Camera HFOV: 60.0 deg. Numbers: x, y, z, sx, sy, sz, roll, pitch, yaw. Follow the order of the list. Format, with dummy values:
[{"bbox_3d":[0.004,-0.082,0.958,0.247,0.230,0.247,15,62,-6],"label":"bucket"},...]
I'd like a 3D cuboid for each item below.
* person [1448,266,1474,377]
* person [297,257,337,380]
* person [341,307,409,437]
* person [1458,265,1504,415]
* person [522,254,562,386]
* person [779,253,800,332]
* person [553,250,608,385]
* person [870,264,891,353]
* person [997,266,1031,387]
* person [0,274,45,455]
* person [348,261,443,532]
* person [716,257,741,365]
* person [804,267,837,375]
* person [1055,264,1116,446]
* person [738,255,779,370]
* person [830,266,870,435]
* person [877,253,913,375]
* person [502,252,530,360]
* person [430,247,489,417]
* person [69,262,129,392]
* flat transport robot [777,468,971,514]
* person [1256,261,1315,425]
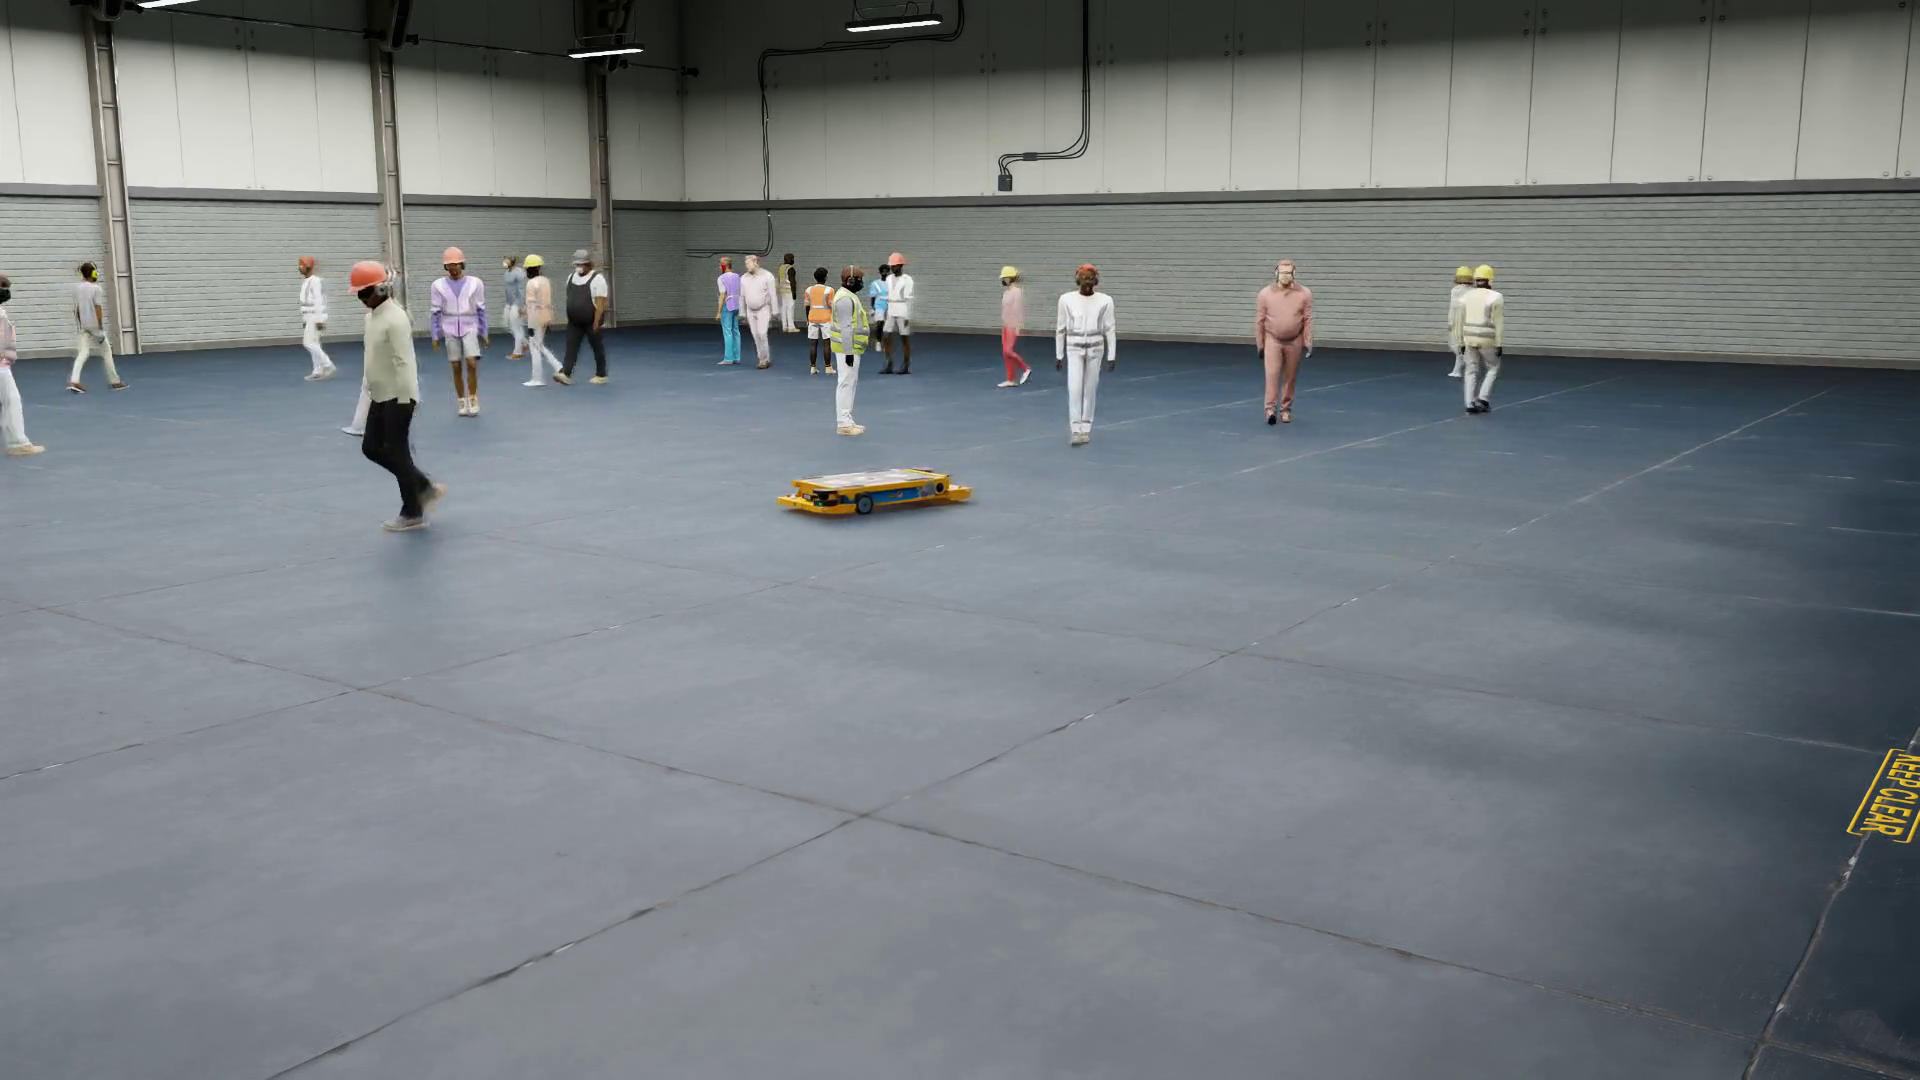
[{"bbox_3d":[7.808,-3.367,25.734,0.489,1.732,0.603,-5,11,-28],"label":"person"},{"bbox_3d":[-9.824,-3.343,25.188,0.406,1.873,0.574,-6,12,-31],"label":"person"},{"bbox_3d":[-6.274,-1.891,17.790,0.818,1.597,0.535,2,10,13],"label":"person"},{"bbox_3d":[6.314,-2.414,20.138,0.447,1.811,0.617,-10,14,-43],"label":"person"},{"bbox_3d":[-6.110,-3.184,24.167,0.512,1.915,0.603,2,10,13],"label":"person"},{"bbox_3d":[-3.997,-5.796,39.013,0.429,1.843,0.633,-6,12,-32],"label":"person"},{"bbox_3d":[-5.510,-3.262,24.258,0.695,2.000,1.038,4,11,22],"label":"person"},{"bbox_3d":[-1.407,-4.370,31.471,0.548,1.680,0.480,-3,11,-17],"label":"person"},{"bbox_3d":[0.740,-3.072,24.010,0.412,1.748,0.540,-4,11,-22],"label":"person"},{"bbox_3d":[-9.544,-1.703,16.238,0.850,1.800,0.653,-7,12,-34],"label":"person"},{"bbox_3d":[-4.115,-1.043,12.068,0.549,1.952,0.648,-9,13,-40],"label":"person"},{"bbox_3d":[-3.929,-3.892,28.347,0.390,1.842,0.563,5,11,28],"label":"person"},{"bbox_3d":[-2.198,-3.461,26.337,0.540,1.695,0.317,4,11,21],"label":"person"},{"bbox_3d":[1.296,-1.881,17.035,0.612,1.852,0.854,0,10,0],"label":"person"},{"bbox_3d":[-3.369,-3.754,27.466,0.675,1.878,0.659,4,11,22],"label":"person"},{"bbox_3d":[-1.196,-2.061,18.135,0.430,1.838,0.632,0,10,2],"label":"person"},{"bbox_3d":[-1.043,-3.542,26.174,0.578,1.911,0.750,8,13,37],"label":"person"},{"bbox_3d":[-7.936,-4.174,29.696,0.469,1.925,0.651,-9,13,-40],"label":"person"},{"bbox_3d":[-5.967,-2.457,19.802,0.654,2.018,0.751,-2,10,-10],"label":"person"},{"bbox_3d":[-12.208,-2.984,23.348,0.542,1.825,0.988,3,11,17],"label":"person"},{"bbox_3d":[-0.674,-0.399,13.180,1.431,0.197,0.652,-8,13,-38],"label":"flat transport robot"},{"bbox_3d":[3.723,-2.238,19.028,0.647,1.867,0.951,1,10,5],"label":"person"}]
